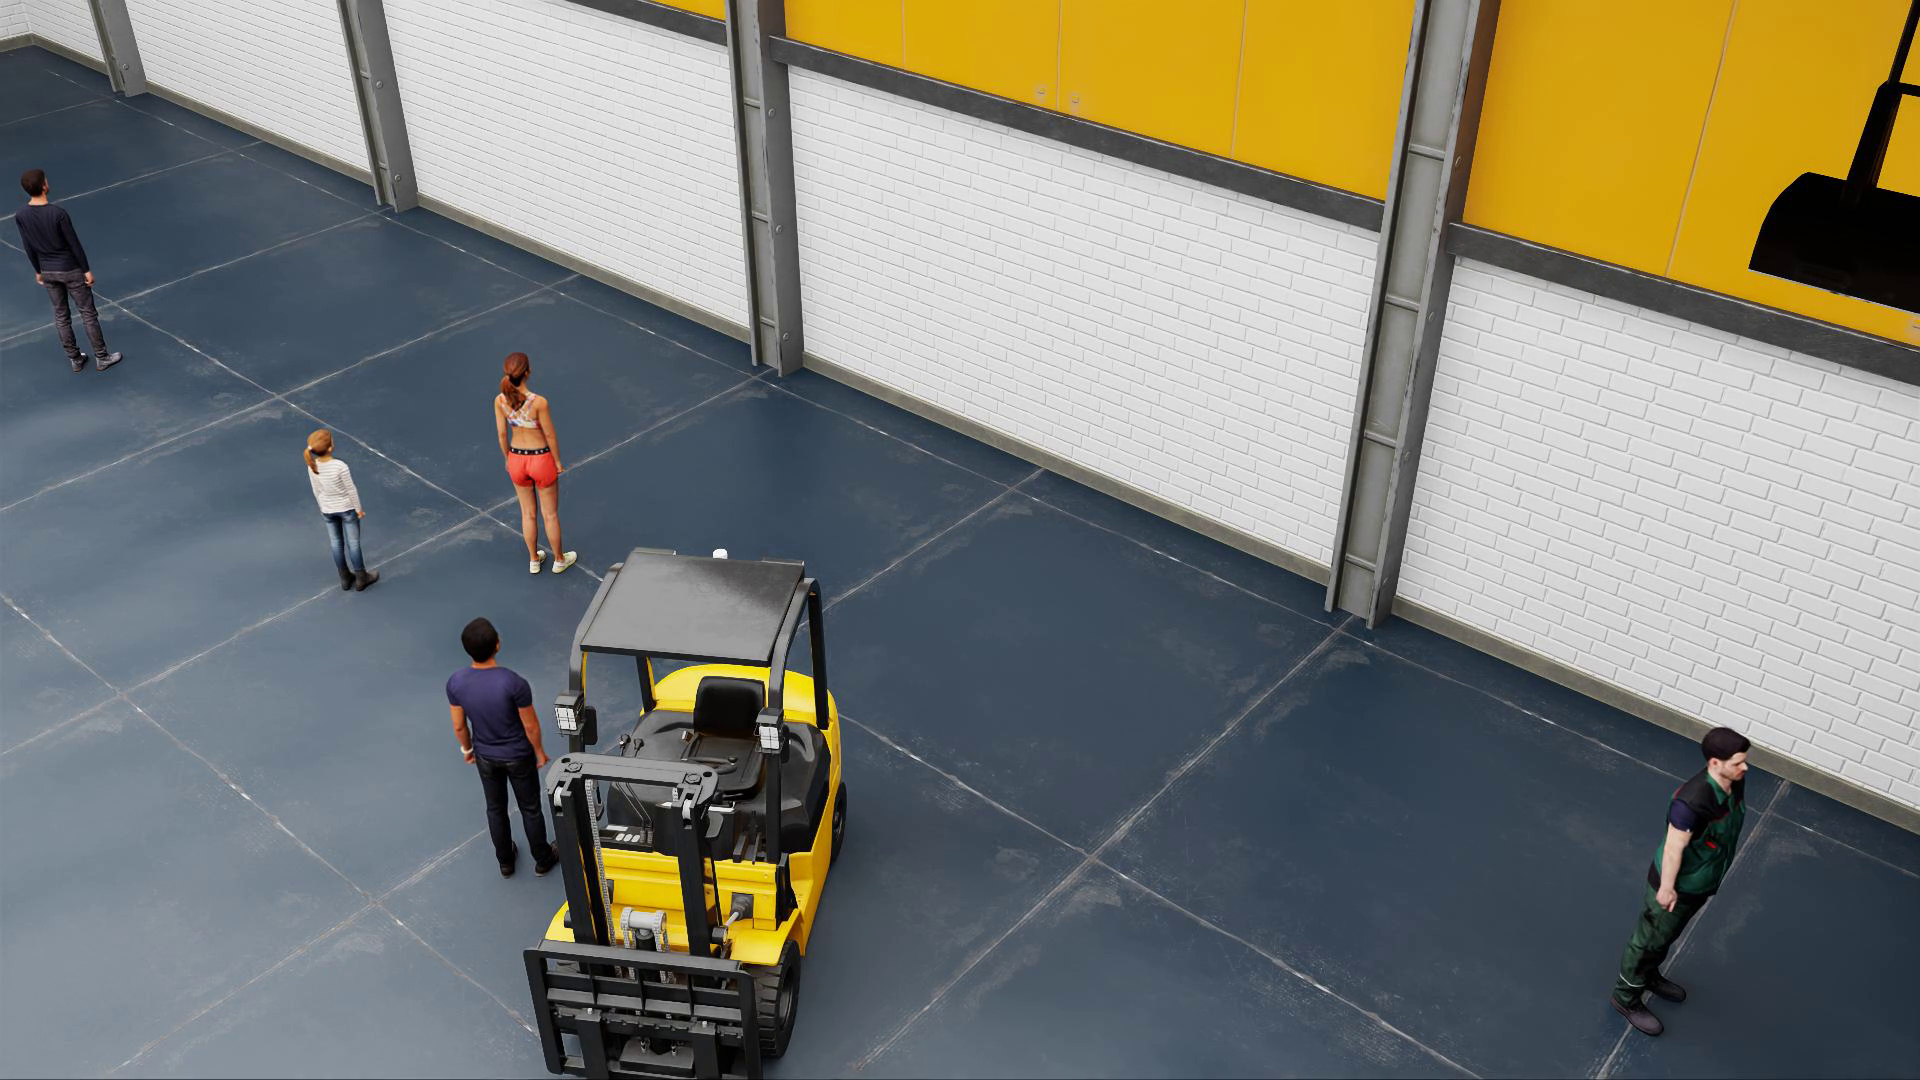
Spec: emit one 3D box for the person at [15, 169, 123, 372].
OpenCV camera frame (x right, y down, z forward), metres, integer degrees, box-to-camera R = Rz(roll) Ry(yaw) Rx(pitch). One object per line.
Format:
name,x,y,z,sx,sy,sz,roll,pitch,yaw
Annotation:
person,-8.031,-2.400,14.870,0.697,1.868,0.775,-1,34,-1

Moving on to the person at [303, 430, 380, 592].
person,-4.519,-0.216,12.083,0.555,1.316,0.624,4,34,6

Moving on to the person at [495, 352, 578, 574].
person,-3.130,-0.550,12.157,0.646,1.790,0.741,4,34,6

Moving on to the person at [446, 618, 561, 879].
person,-2.617,1.212,9.505,0.686,1.793,0.781,2,34,2

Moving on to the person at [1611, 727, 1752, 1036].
person,3.752,1.725,8.635,0.585,1.901,0.686,29,43,36
